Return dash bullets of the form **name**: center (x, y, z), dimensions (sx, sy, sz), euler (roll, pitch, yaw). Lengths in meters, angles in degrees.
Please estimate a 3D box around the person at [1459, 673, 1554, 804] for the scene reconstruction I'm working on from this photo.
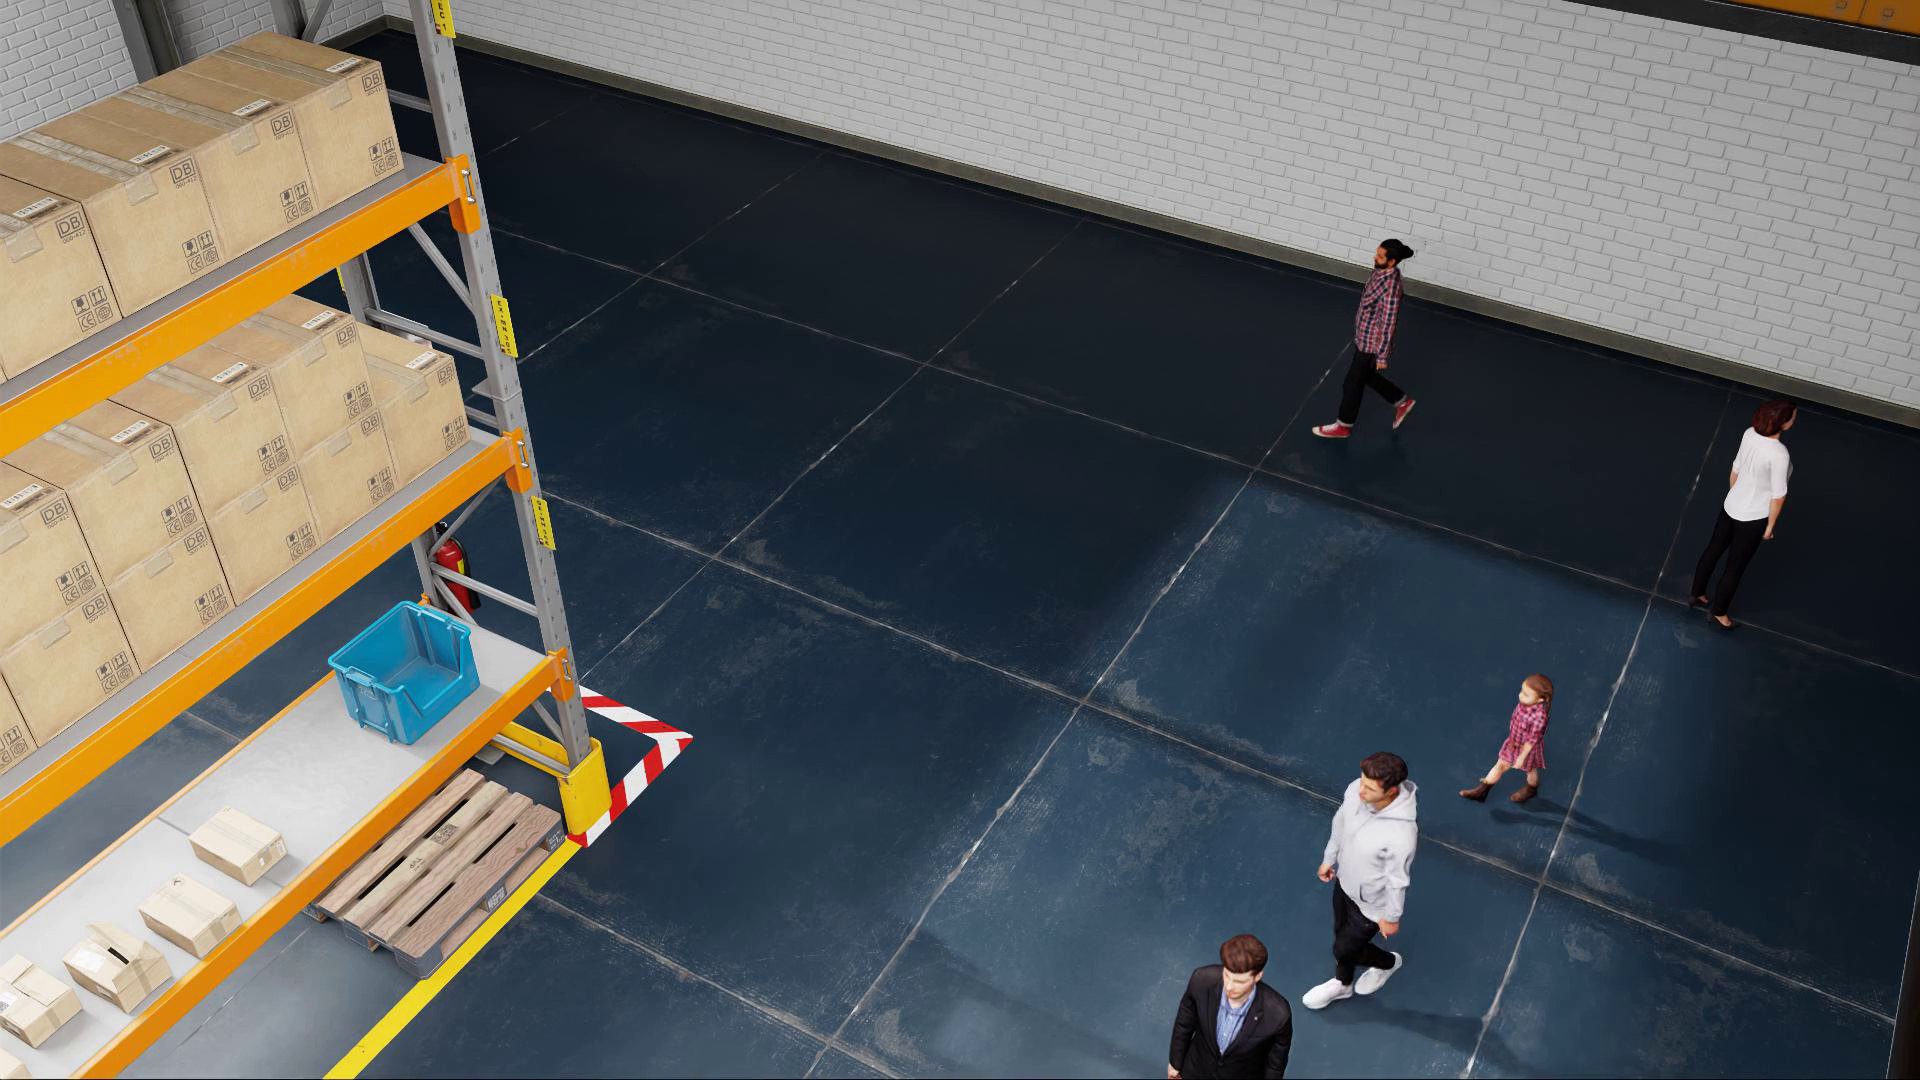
- **person**: center (3.414, 1.208, 9.917), dimensions (0.762, 0.999, 0.706), euler (-9, 40, -11)

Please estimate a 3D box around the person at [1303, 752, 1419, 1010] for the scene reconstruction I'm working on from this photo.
- **person**: center (2.167, 1.744, 8.515), dimensions (0.970, 1.911, 0.907), euler (-13, 41, -16)

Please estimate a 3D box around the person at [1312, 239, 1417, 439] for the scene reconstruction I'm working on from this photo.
- **person**: center (3.234, -1.532, 12.754), dimensions (0.985, 1.740, 1.064), euler (4, 39, 5)

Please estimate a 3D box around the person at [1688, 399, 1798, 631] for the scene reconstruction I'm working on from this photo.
- **person**: center (5.185, -0.171, 11.006), dimensions (0.729, 1.795, 0.671), euler (-10, 40, -12)

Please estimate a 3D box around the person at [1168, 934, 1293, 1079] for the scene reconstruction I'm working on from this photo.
- **person**: center (1.218, 2.442, 7.655), dimensions (0.688, 1.894, 0.601), euler (18, 42, 21)
